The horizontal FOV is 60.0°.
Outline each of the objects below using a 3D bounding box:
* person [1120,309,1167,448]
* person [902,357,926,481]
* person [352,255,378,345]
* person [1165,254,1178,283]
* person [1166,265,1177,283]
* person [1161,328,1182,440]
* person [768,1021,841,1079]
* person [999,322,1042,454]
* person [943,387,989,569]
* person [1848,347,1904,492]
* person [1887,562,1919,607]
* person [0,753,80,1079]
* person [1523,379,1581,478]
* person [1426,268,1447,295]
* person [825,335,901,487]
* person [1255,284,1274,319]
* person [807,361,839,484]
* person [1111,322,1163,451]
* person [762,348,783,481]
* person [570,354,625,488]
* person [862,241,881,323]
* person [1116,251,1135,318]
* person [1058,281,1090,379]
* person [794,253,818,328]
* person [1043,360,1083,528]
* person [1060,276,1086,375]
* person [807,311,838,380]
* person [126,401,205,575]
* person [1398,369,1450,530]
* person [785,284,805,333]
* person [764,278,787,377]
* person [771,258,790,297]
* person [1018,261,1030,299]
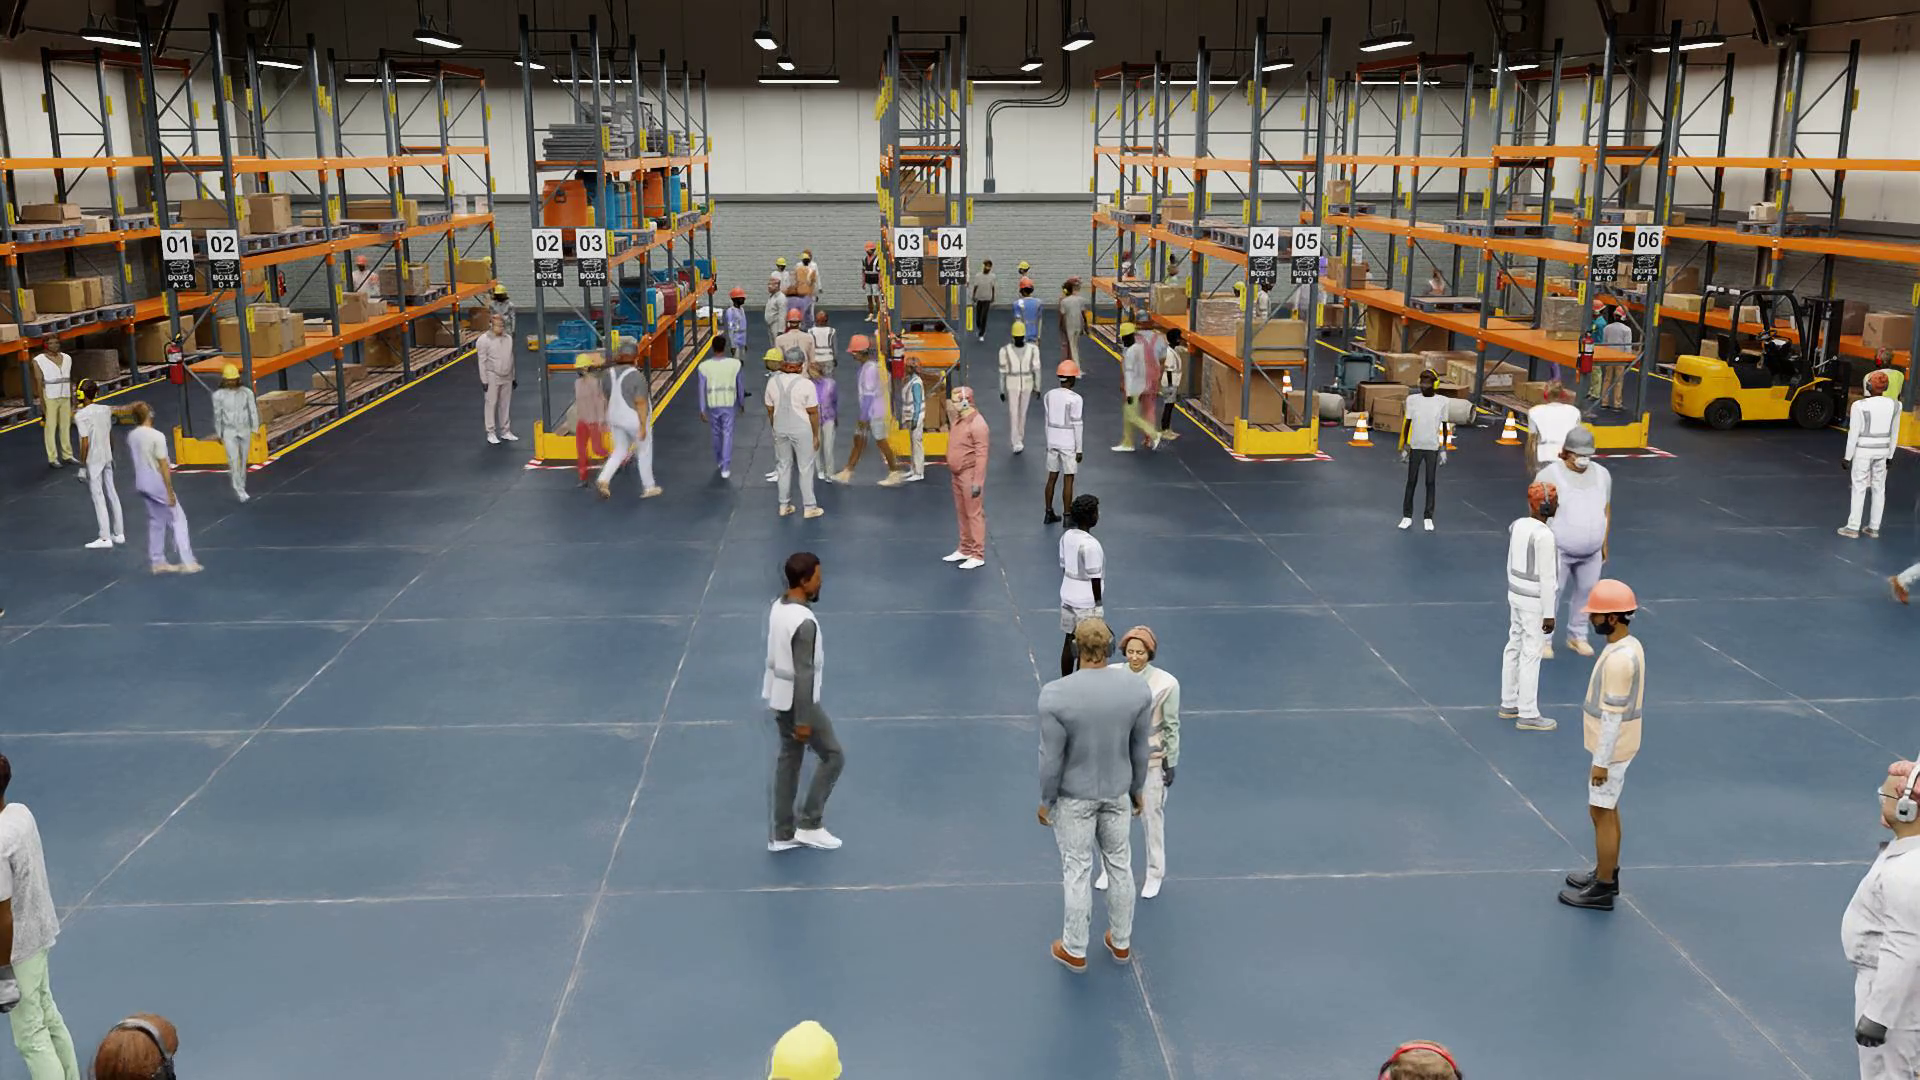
[{"bbox_3d":[2.637,-2.364,24.282,0.684,2.000,0.535,-5,14,-21],"label":"person"},{"bbox_3d":[-0.605,-1.597,21.889,0.309,1.641,0.513,-2,13,-9],"label":"person"},{"bbox_3d":[-13.257,-5.333,36.970,0.623,1.992,0.398,-1,13,-3],"label":"person"},{"bbox_3d":[5.399,-6.500,42.631,0.322,1.662,0.607,5,14,19],"label":"person"},{"bbox_3d":[4.923,-5.649,39.081,0.337,1.629,0.522,-2,13,-9],"label":"person"},{"bbox_3d":[3.158,-2.335,24.921,0.320,1.686,0.539,3,14,11],"label":"person"},{"bbox_3d":[-0.427,2.295,5.170,0.536,1.747,0.615,6,14,23],"label":"person"},{"bbox_3d":[0.870,-2.199,23.952,0.600,1.873,0.993,-2,13,-8],"label":"person"},{"bbox_3d":[0.055,-0.653,17.334,0.399,1.902,0.642,-6,14,-22],"label":"person"},{"bbox_3d":[11.662,-1.522,21.125,0.565,1.850,0.390,-4,14,-17],"label":"person"},{"bbox_3d":[9.145,-0.209,15.451,0.678,1.897,0.652,-12,18,-42],"label":"person"},{"bbox_3d":[-4.066,1.772,7.162,0.329,1.861,0.507,-5,14,-19],"label":"person"},{"bbox_3d":[6.539,-0.861,18.395,0.570,1.820,0.461,0,13,1],"label":"person"},{"bbox_3d":[10.913,-5.444,38.229,0.520,1.610,0.760,-2,13,-9],"label":"person"},{"bbox_3d":[-1.239,-1.635,21.302,1.031,1.978,0.617,-3,14,-14],"label":"person"},{"bbox_3d":[5.702,-3.996,31.227,0.418,2.034,0.604,1,13,3],"label":"person"},{"bbox_3d":[-1.837,-1.537,21.716,0.517,1.592,0.756,-1,13,-3],"label":"person"},{"bbox_3d":[2.551,-2.170,23.792,0.710,1.890,0.605,5,14,19],"label":"person"},{"bbox_3d":[-2.441,-1.647,21.883,0.298,1.743,0.491,-2,13,-8],"label":"person"},{"bbox_3d":[-4.715,-1.547,21.475,0.528,1.752,0.682,11,17,39],"label":"person"},{"bbox_3d":[-2.222,-6.462,41.679,0.609,2.031,0.409,9,16,35],"label":"person"},{"bbox_3d":[3.941,-6.126,40.615,0.892,1.846,0.595,11,17,39],"label":"person"},{"bbox_3d":[2.133,-4.005,31.683,0.601,1.828,0.716,-7,15,-28],"label":"person"},{"bbox_3d":[-3.700,-5.857,39.462,0.590,1.874,0.973,8,16,31],"label":"person"},{"bbox_3d":[1.214,-1.116,19.250,0.543,1.929,0.392,12,18,42],"label":"person"},{"bbox_3d":[2.207,-4.139,32.096,0.402,1.904,0.651,-8,15,-29],"label":"person"},{"bbox_3d":[-2.297,-2.998,27.827,0.513,1.641,0.309,-1,13,-3],"label":"person"},{"bbox_3d":[-8.109,-0.514,16.944,0.653,1.811,0.454,7,15,27],"label":"person"},{"bbox_3d":[5.324,-1.036,19.038,0.519,1.865,0.335,5,14,21],"label":"person"},{"bbox_3d":[-3.392,-4.350,33.607,0.504,1.624,0.486,1,13,5],"label":"person"},{"bbox_3d":[-3.511,-4.021,31.591,0.409,1.907,0.650,-6,15,-24],"label":"person"},{"bbox_3d":[-4.252,-5.832,39.588,0.518,1.757,0.335,-11,17,-40],"label":"person"},{"bbox_3d":[1.459,-5.485,38.087,0.303,1.772,0.526,2,13,7],"label":"person"}]
